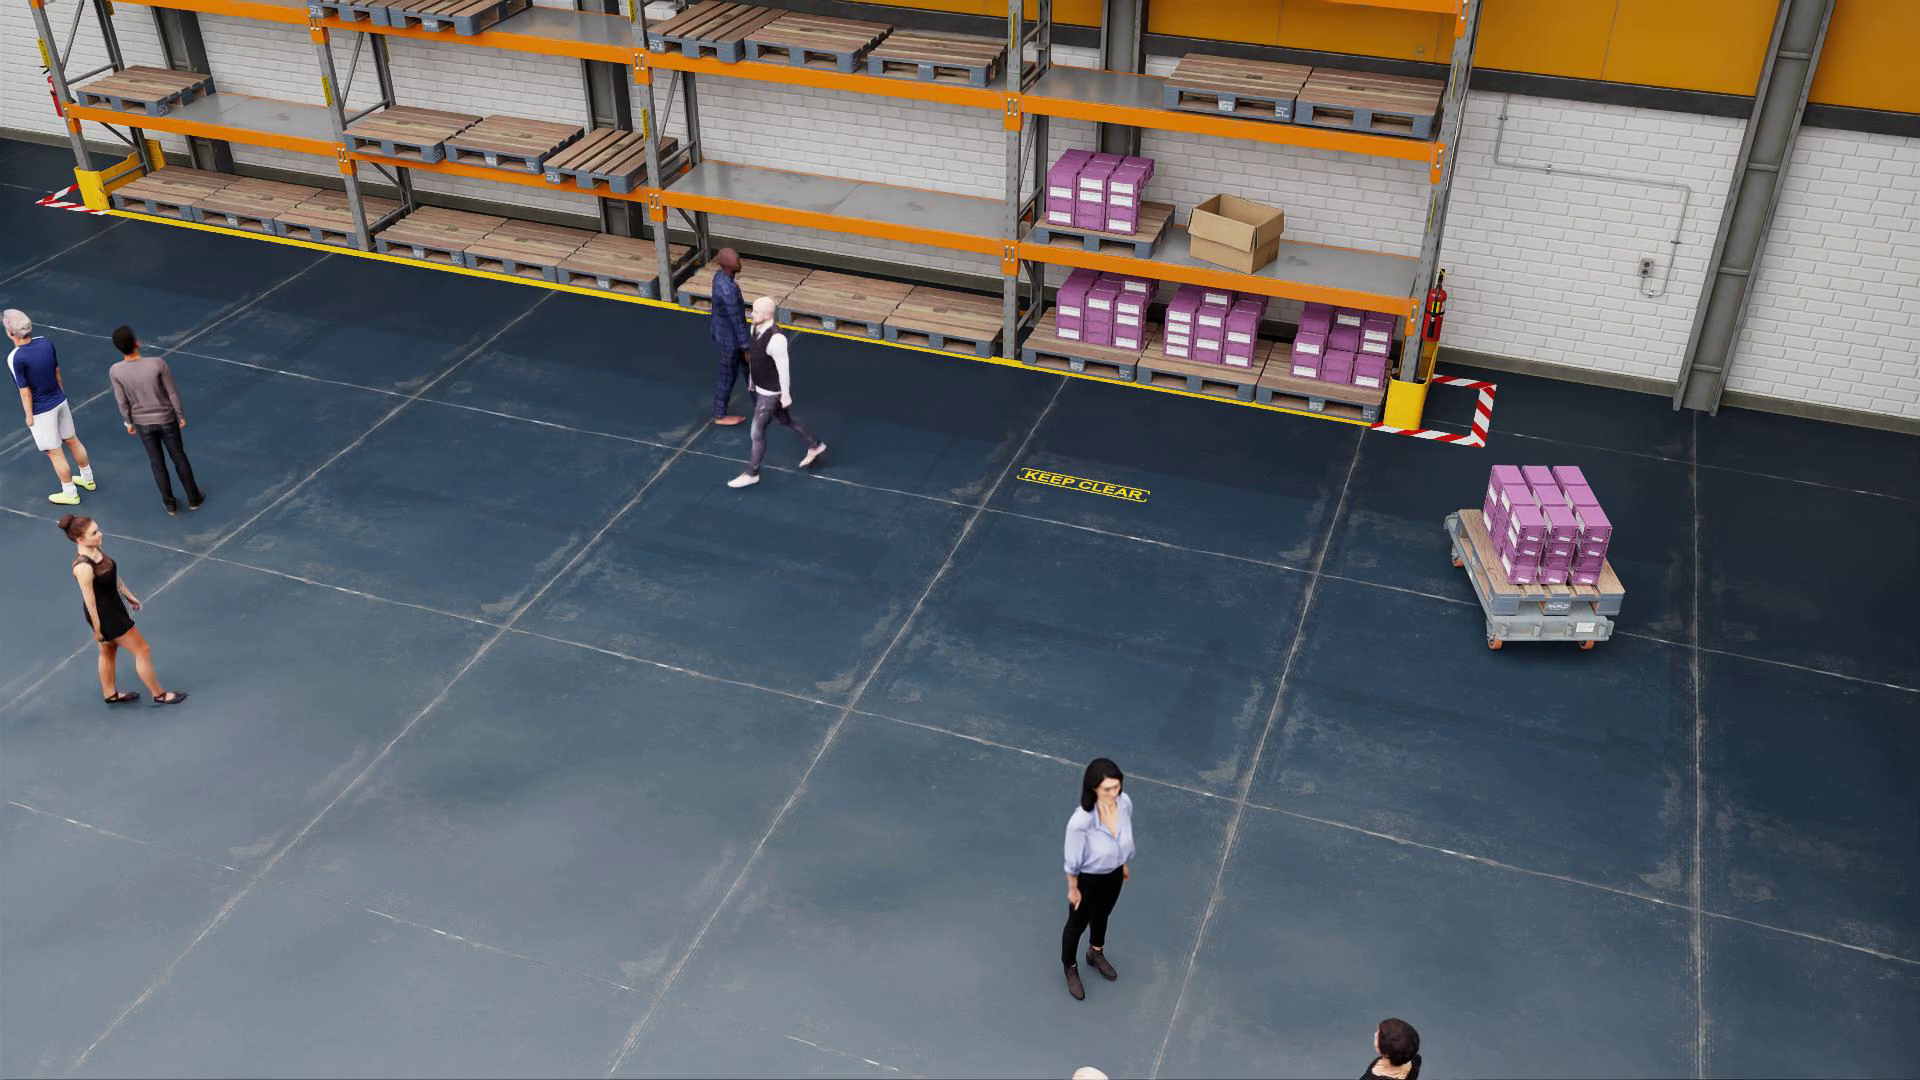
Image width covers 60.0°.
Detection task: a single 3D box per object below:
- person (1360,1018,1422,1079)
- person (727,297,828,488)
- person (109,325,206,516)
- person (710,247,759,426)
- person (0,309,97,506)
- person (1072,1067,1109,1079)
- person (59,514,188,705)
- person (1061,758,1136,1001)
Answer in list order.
[{"bbox_3d":[2.227,3.023,8.507,1.033,1.531,0.770,25,41,33],"label":"person"},{"bbox_3d":[-1.605,-1.334,14.834,1.283,1.782,1.250,-16,37,-22],"label":"person"},{"bbox_3d":[-6.972,-1.031,14.392,0.685,1.766,0.767,18,38,25],"label":"person"},{"bbox_3d":[-2.237,-1.898,15.671,1.073,1.796,0.951,-6,34,-10],"label":"person"},{"bbox_3d":[-7.991,-1.177,14.547,0.591,1.839,0.658,7,34,10],"label":"person"},{"bbox_3d":[0.610,3.168,8.111,0.552,1.726,0.636,16,37,22],"label":"person"},{"bbox_3d":[-6.308,0.542,12.127,0.925,1.655,0.828,-10,35,-15],"label":"person"},{"bbox_3d":[0.809,1.987,9.873,0.728,1.743,0.753,-20,38,-27],"label":"person"}]
